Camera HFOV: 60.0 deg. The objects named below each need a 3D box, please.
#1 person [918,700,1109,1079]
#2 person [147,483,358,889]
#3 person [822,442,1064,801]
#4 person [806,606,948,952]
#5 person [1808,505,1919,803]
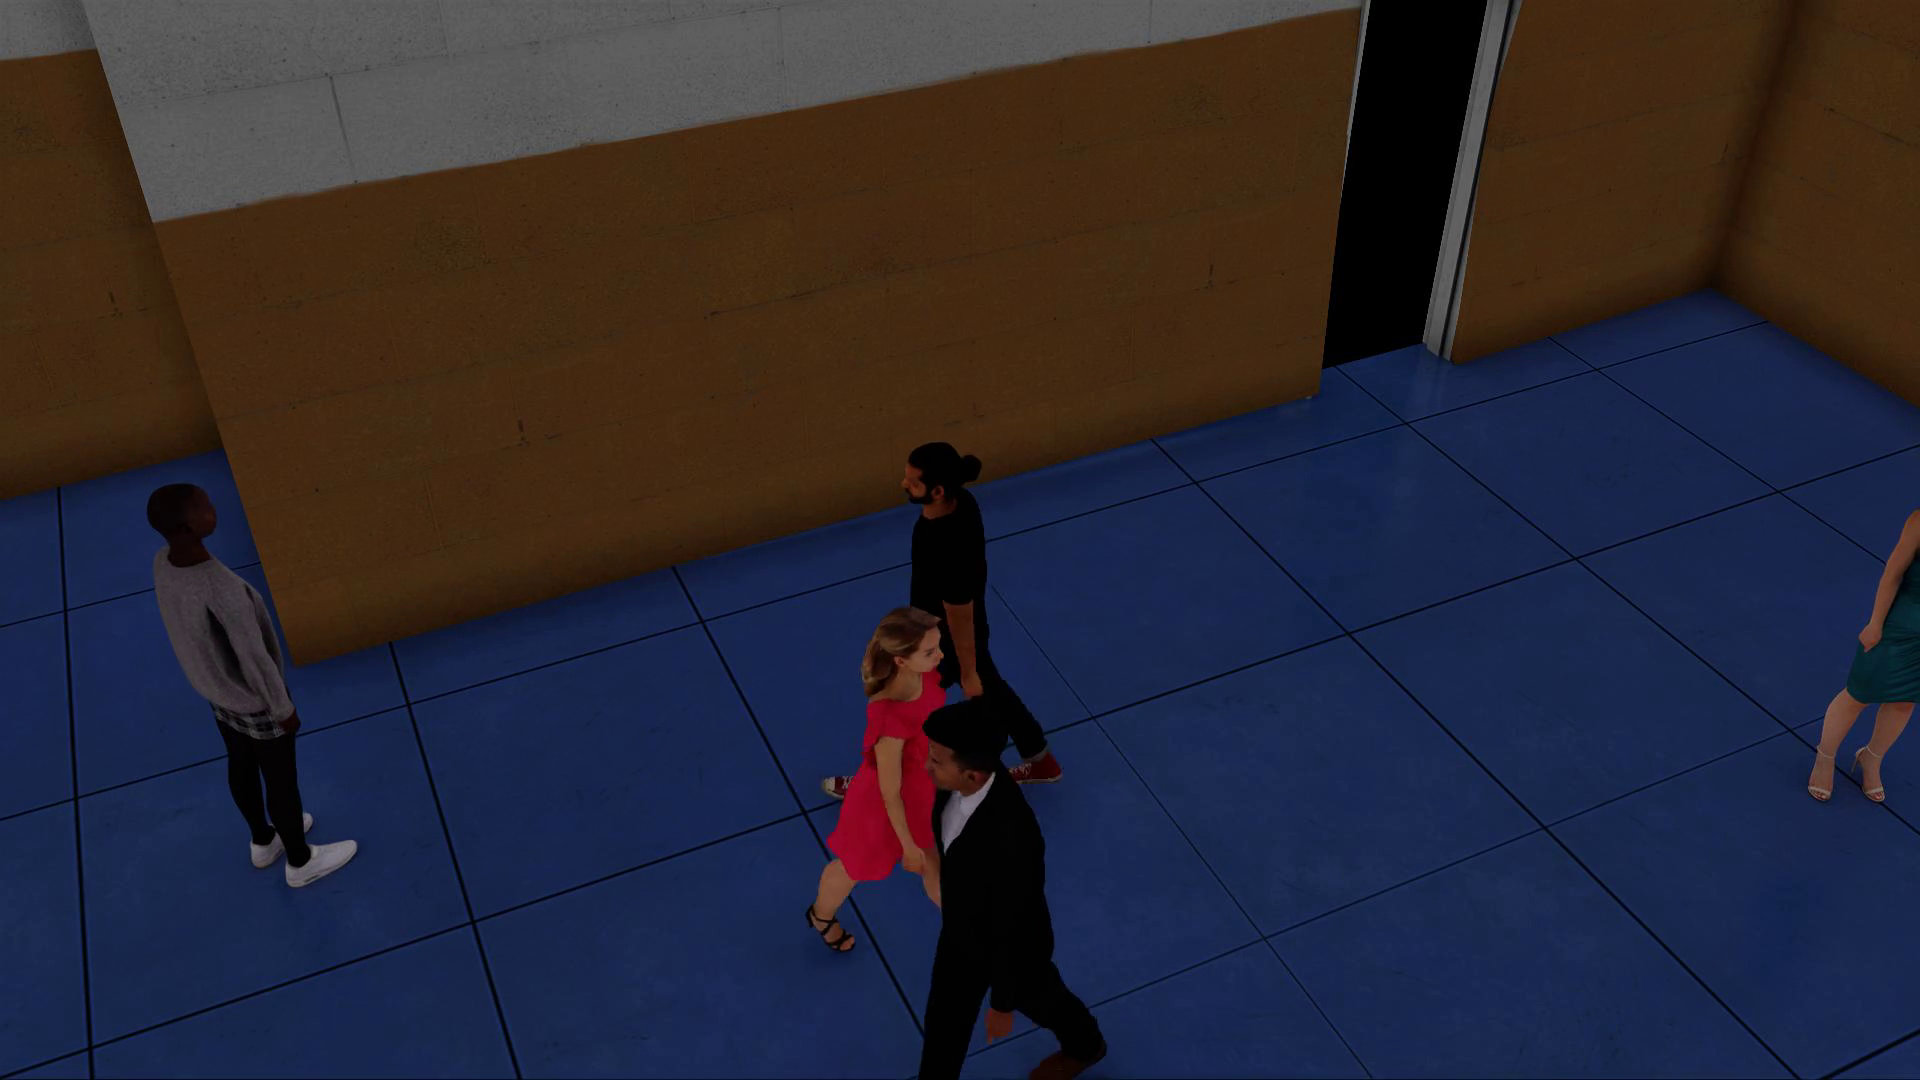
[{"bbox_3d":[0.207,1.185,5.096,0.784,1.828,1.086,-15,40,-20],"label":"person"},{"bbox_3d":[-2.613,0.537,6.008,0.633,1.771,0.754,22,42,27],"label":"person"},{"bbox_3d":[0.053,0.375,6.279,1.083,1.704,1.239,1,37,2],"label":"person"},{"bbox_3d":[-0.313,0.867,5.643,1.073,1.680,1.011,12,38,15],"label":"person"},{"bbox_3d":[3.641,0.339,6.346,0.620,1.682,0.629,1,37,1],"label":"person"}]
